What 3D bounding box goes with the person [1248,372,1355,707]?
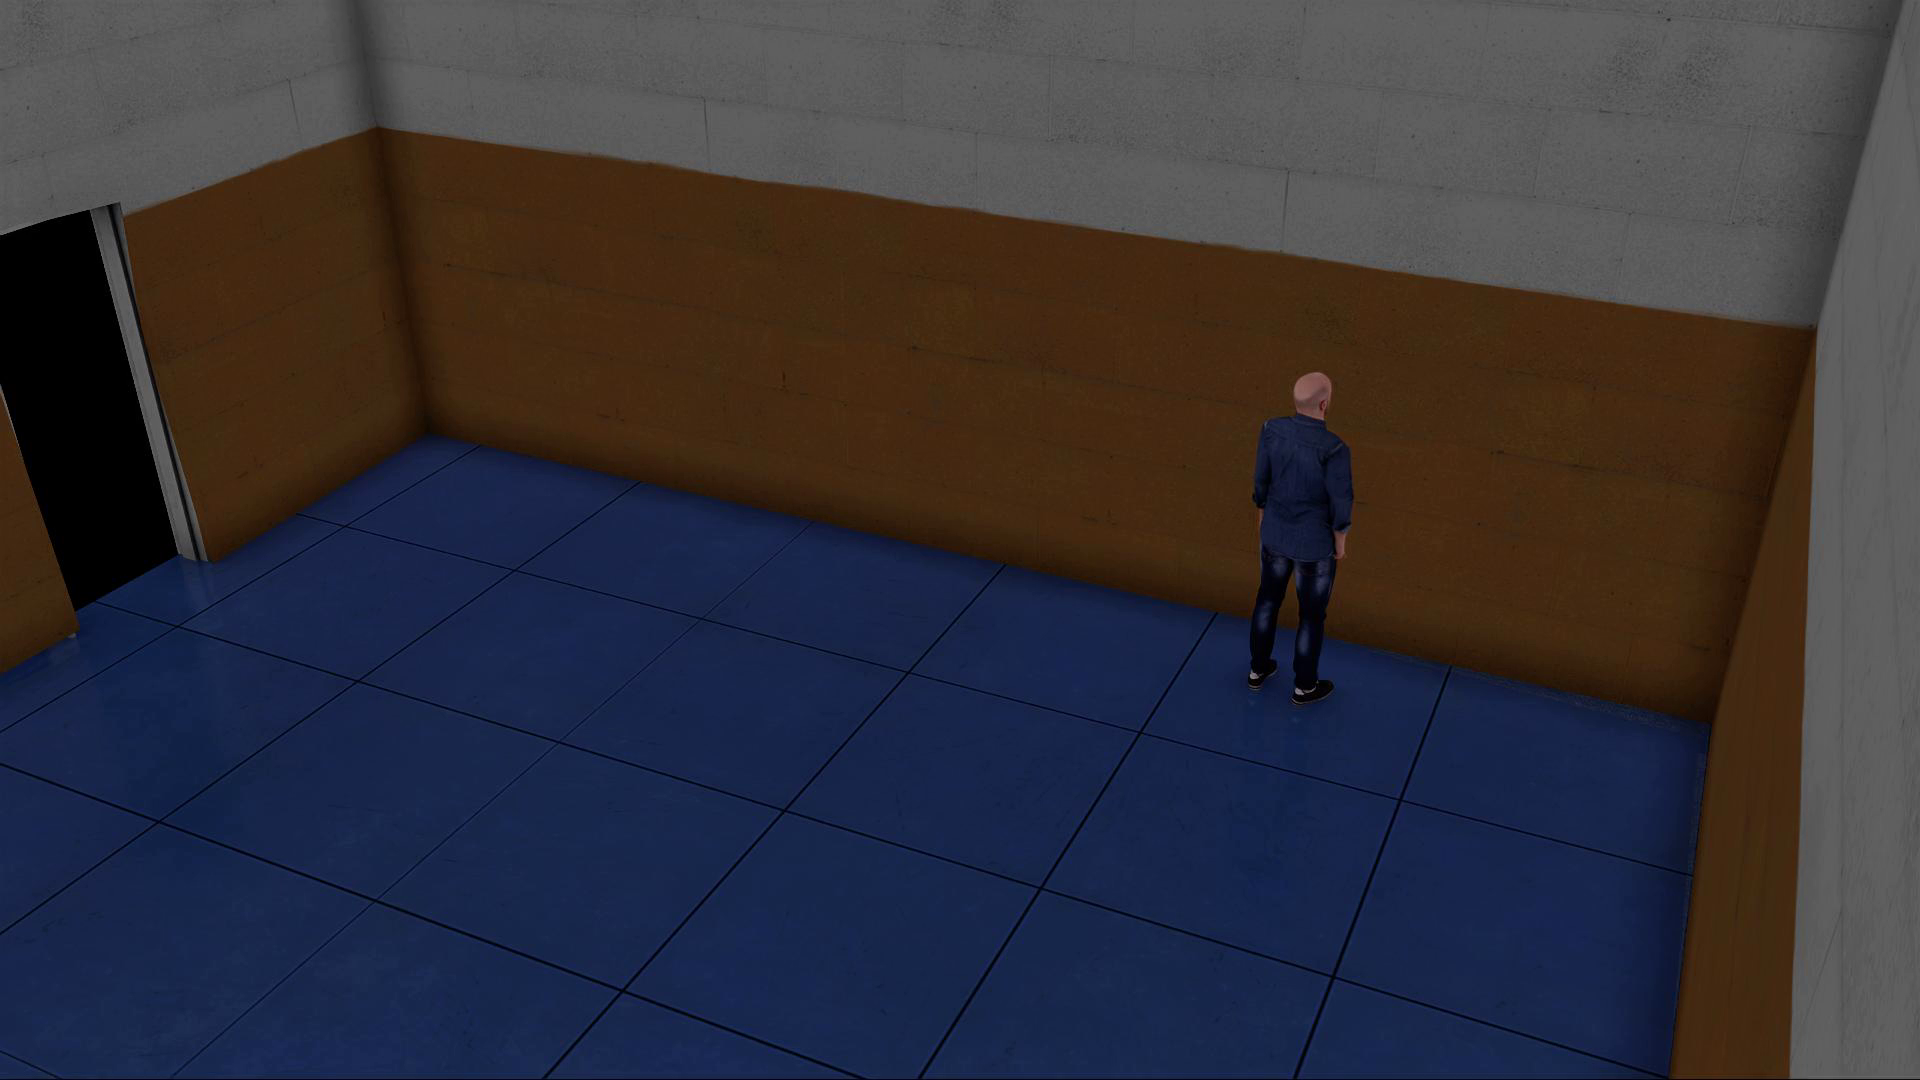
[{"bbox_3d":[1.732,-0.004,8.483,0.628,1.826,0.830,22,36,34],"label":"person"}]
